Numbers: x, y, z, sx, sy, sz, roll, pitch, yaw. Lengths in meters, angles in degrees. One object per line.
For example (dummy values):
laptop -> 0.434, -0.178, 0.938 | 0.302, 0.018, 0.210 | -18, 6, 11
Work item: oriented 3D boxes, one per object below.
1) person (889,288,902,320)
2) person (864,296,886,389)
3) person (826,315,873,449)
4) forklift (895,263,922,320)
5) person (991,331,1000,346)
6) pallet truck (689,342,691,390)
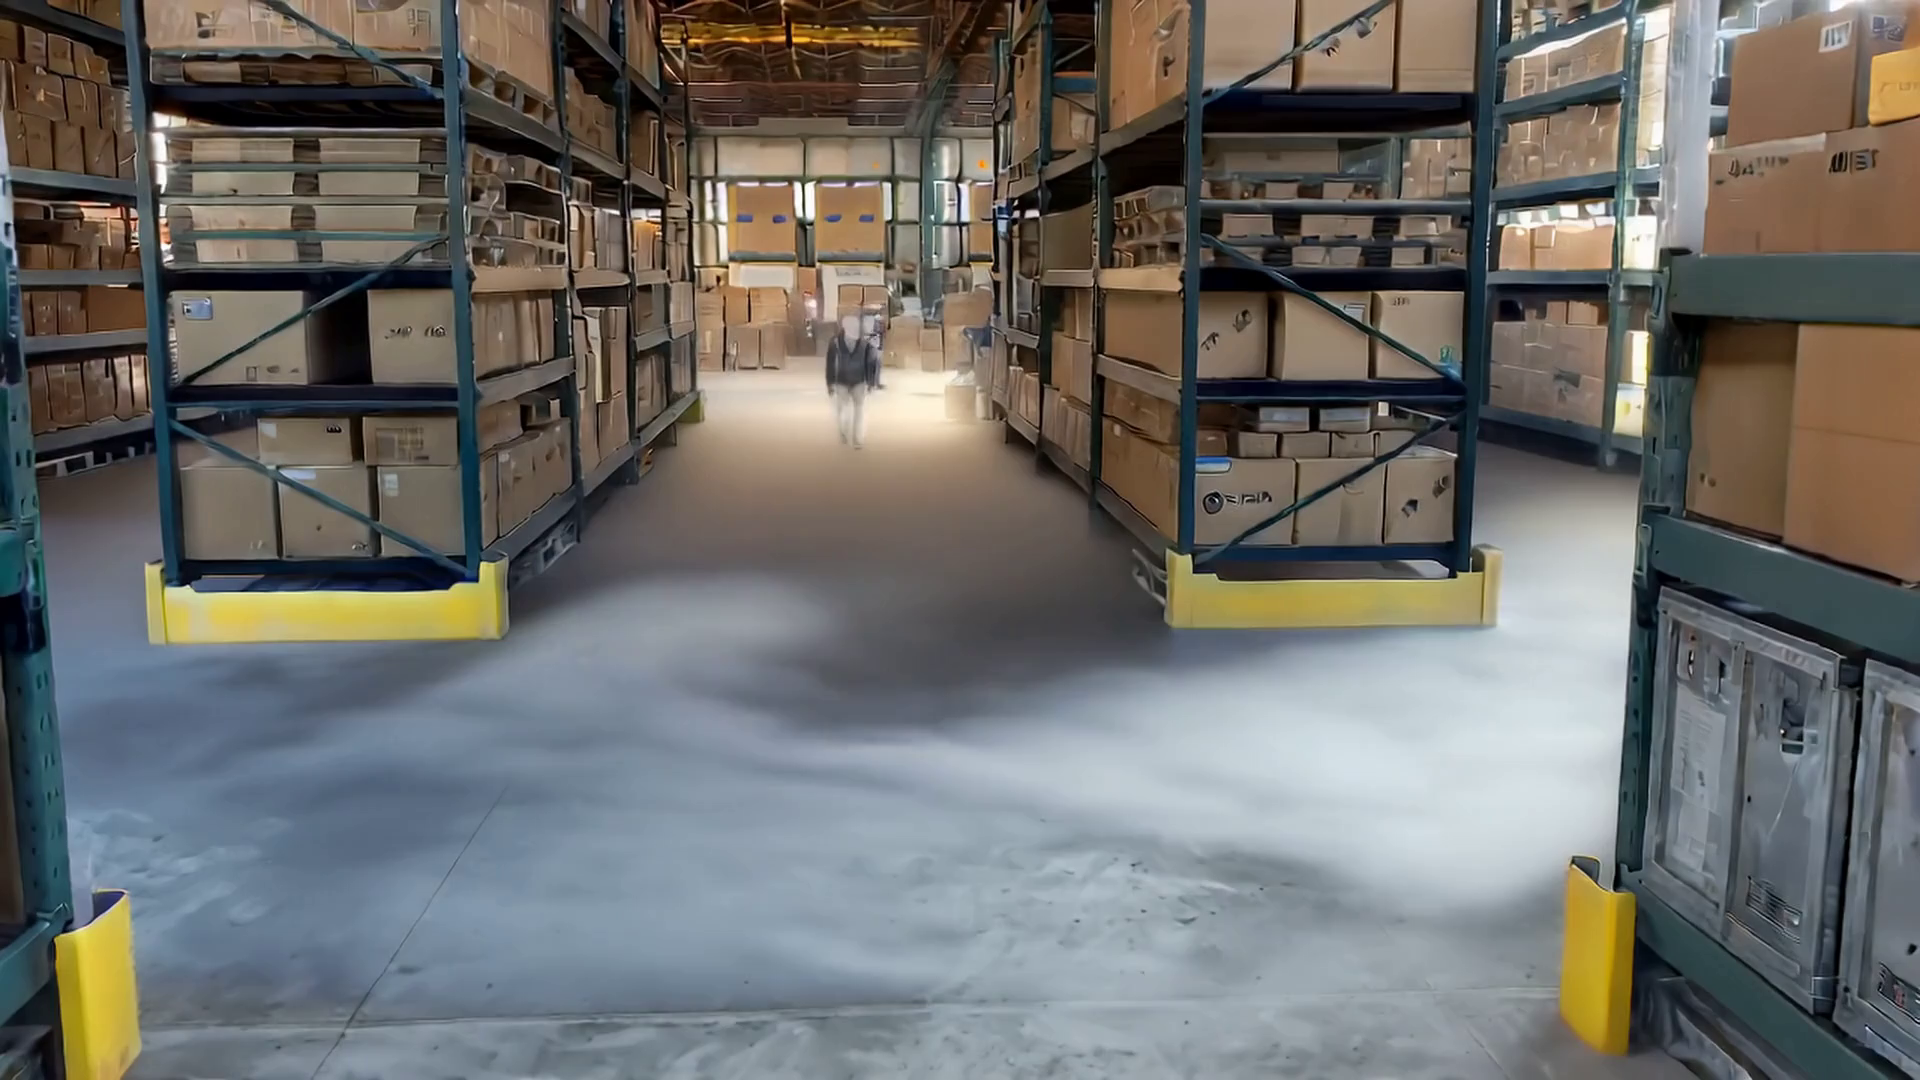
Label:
person -> -2.318, -7.829, 57.980 | 0.636, 1.931, 0.377 | 3, 10, 20
person -> -1.748, -4.070, 34.378 | 0.569, 1.920, 0.464 | 7, 12, 38
person -> -1.508, -2.162, 22.710 | 0.642, 1.822, 0.535 | -2, 9, -10
forklift -> -1.955, -8.949, 62.023 | 1.129, 2.768, 1.873 | -1, 9, -4
person -> 0.666, -3.476, 30.518 | 0.801, 1.968, 0.625 | -2, 9, -10
pallet truck -> -5.225, -3.008, 27.480 | 1.885, 1.965, 0.823 | 2, 9, 14
